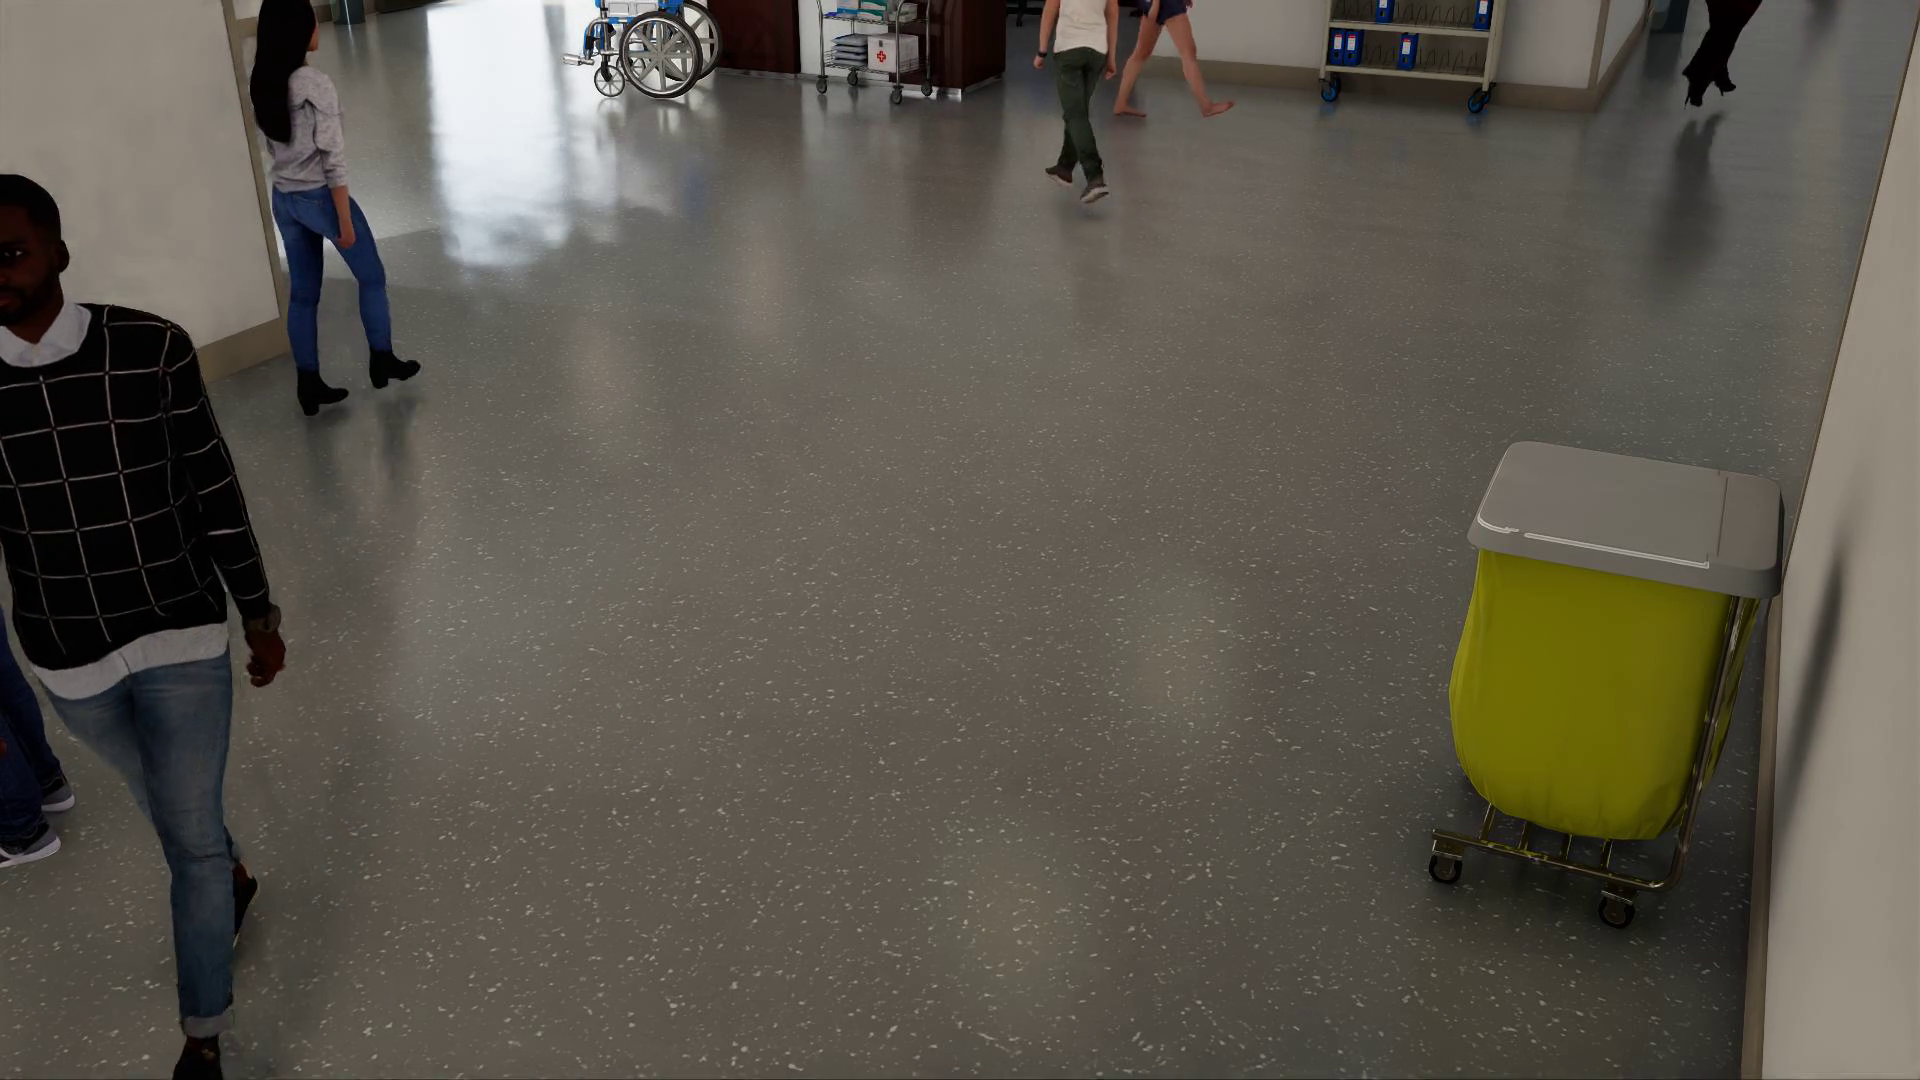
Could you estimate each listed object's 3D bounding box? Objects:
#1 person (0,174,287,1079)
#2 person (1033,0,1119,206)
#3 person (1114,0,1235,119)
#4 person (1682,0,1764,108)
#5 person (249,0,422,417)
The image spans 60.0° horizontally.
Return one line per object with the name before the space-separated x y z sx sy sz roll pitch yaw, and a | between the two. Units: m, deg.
person | -1.628 0.163 3.311 1.218 1.774 1.186 -5 26 -9
person | 0.708 -2.713 9.452 1.087 1.620 1.161 -10 27 -19
person | 1.320 -3.744 11.536 1.145 1.667 0.866 1 26 3
person | 5.479 -3.927 11.870 1.049 1.707 1.163 -19 32 -34
person | -2.572 -1.262 6.456 0.732 1.608 0.714 13 29 25
